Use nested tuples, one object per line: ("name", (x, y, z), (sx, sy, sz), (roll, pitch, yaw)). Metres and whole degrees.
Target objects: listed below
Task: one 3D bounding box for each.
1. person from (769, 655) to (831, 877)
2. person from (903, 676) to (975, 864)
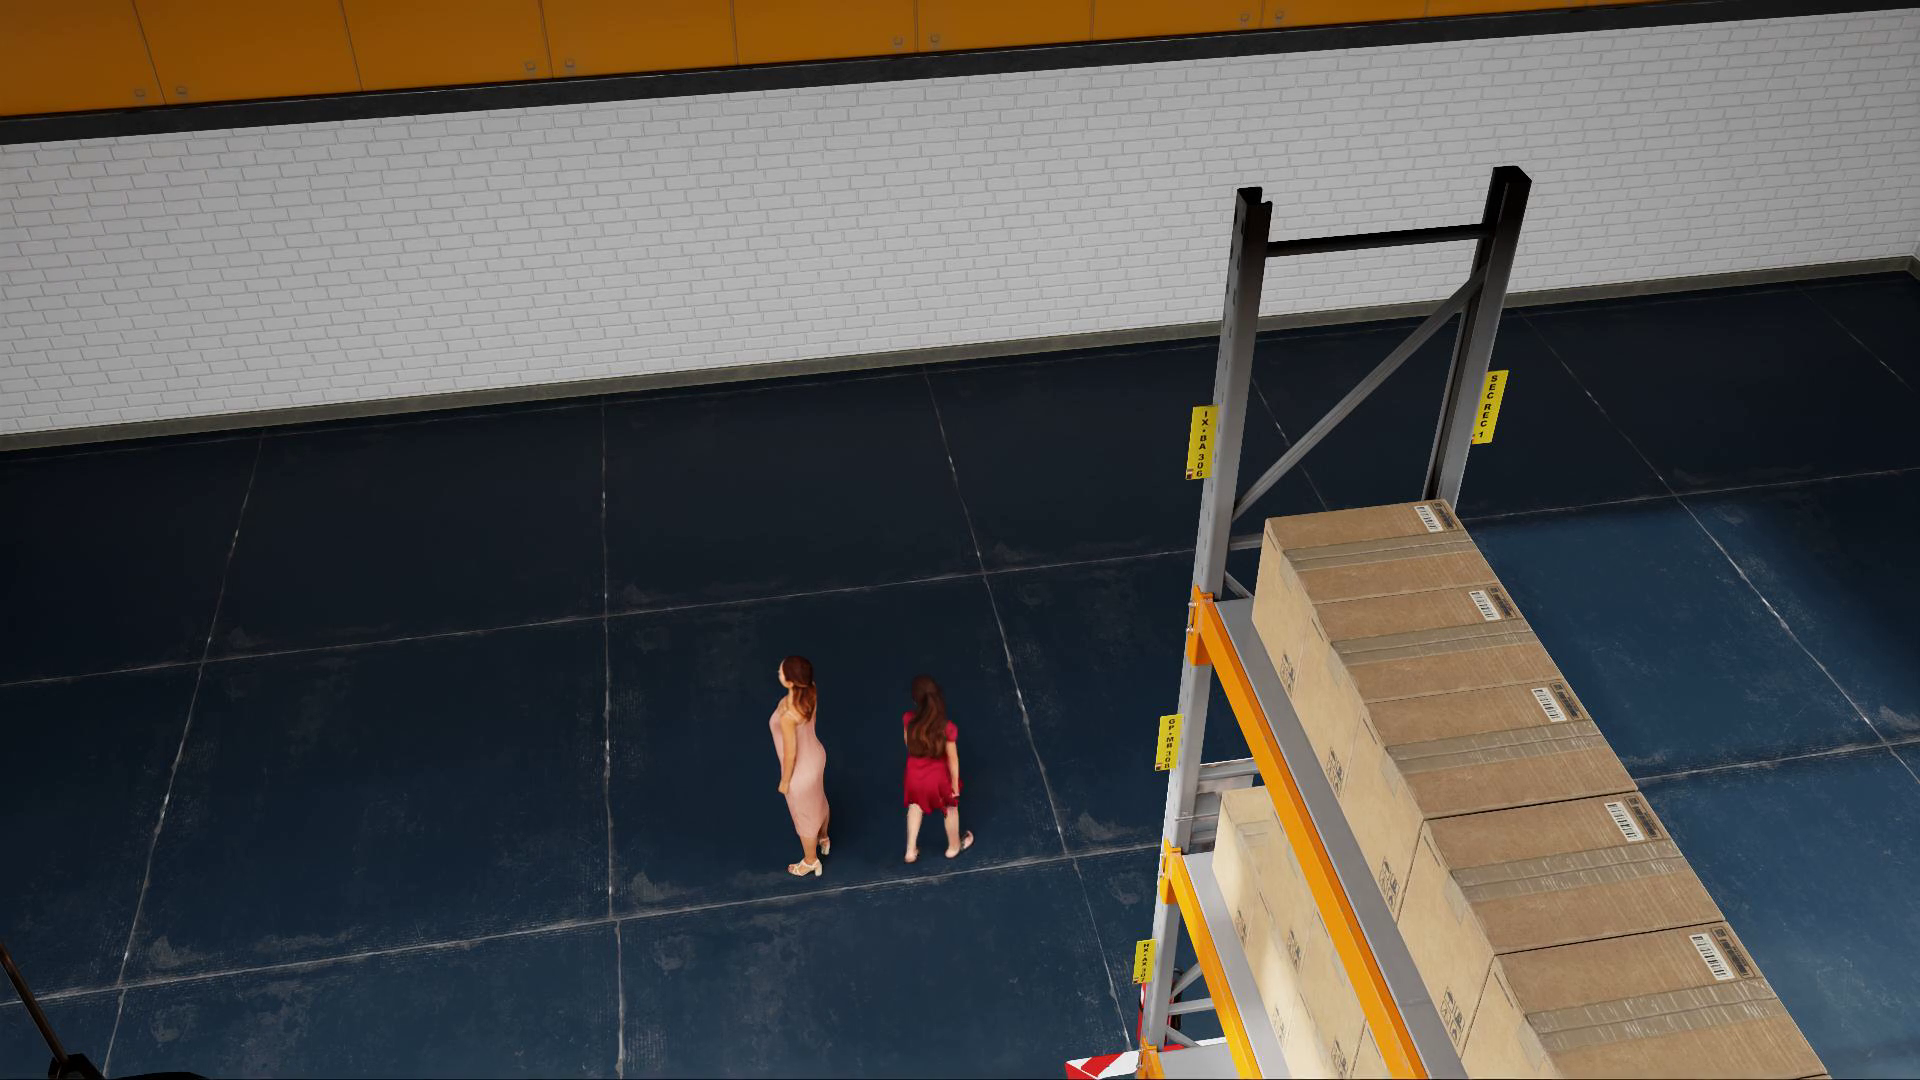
("person", (-0.981, 1.415, 10.461), (0.724, 1.831, 0.609), (12, 40, 15))
("person", (-0.237, 1.497, 10.598), (0.781, 1.532, 0.865), (19, 42, 22))
